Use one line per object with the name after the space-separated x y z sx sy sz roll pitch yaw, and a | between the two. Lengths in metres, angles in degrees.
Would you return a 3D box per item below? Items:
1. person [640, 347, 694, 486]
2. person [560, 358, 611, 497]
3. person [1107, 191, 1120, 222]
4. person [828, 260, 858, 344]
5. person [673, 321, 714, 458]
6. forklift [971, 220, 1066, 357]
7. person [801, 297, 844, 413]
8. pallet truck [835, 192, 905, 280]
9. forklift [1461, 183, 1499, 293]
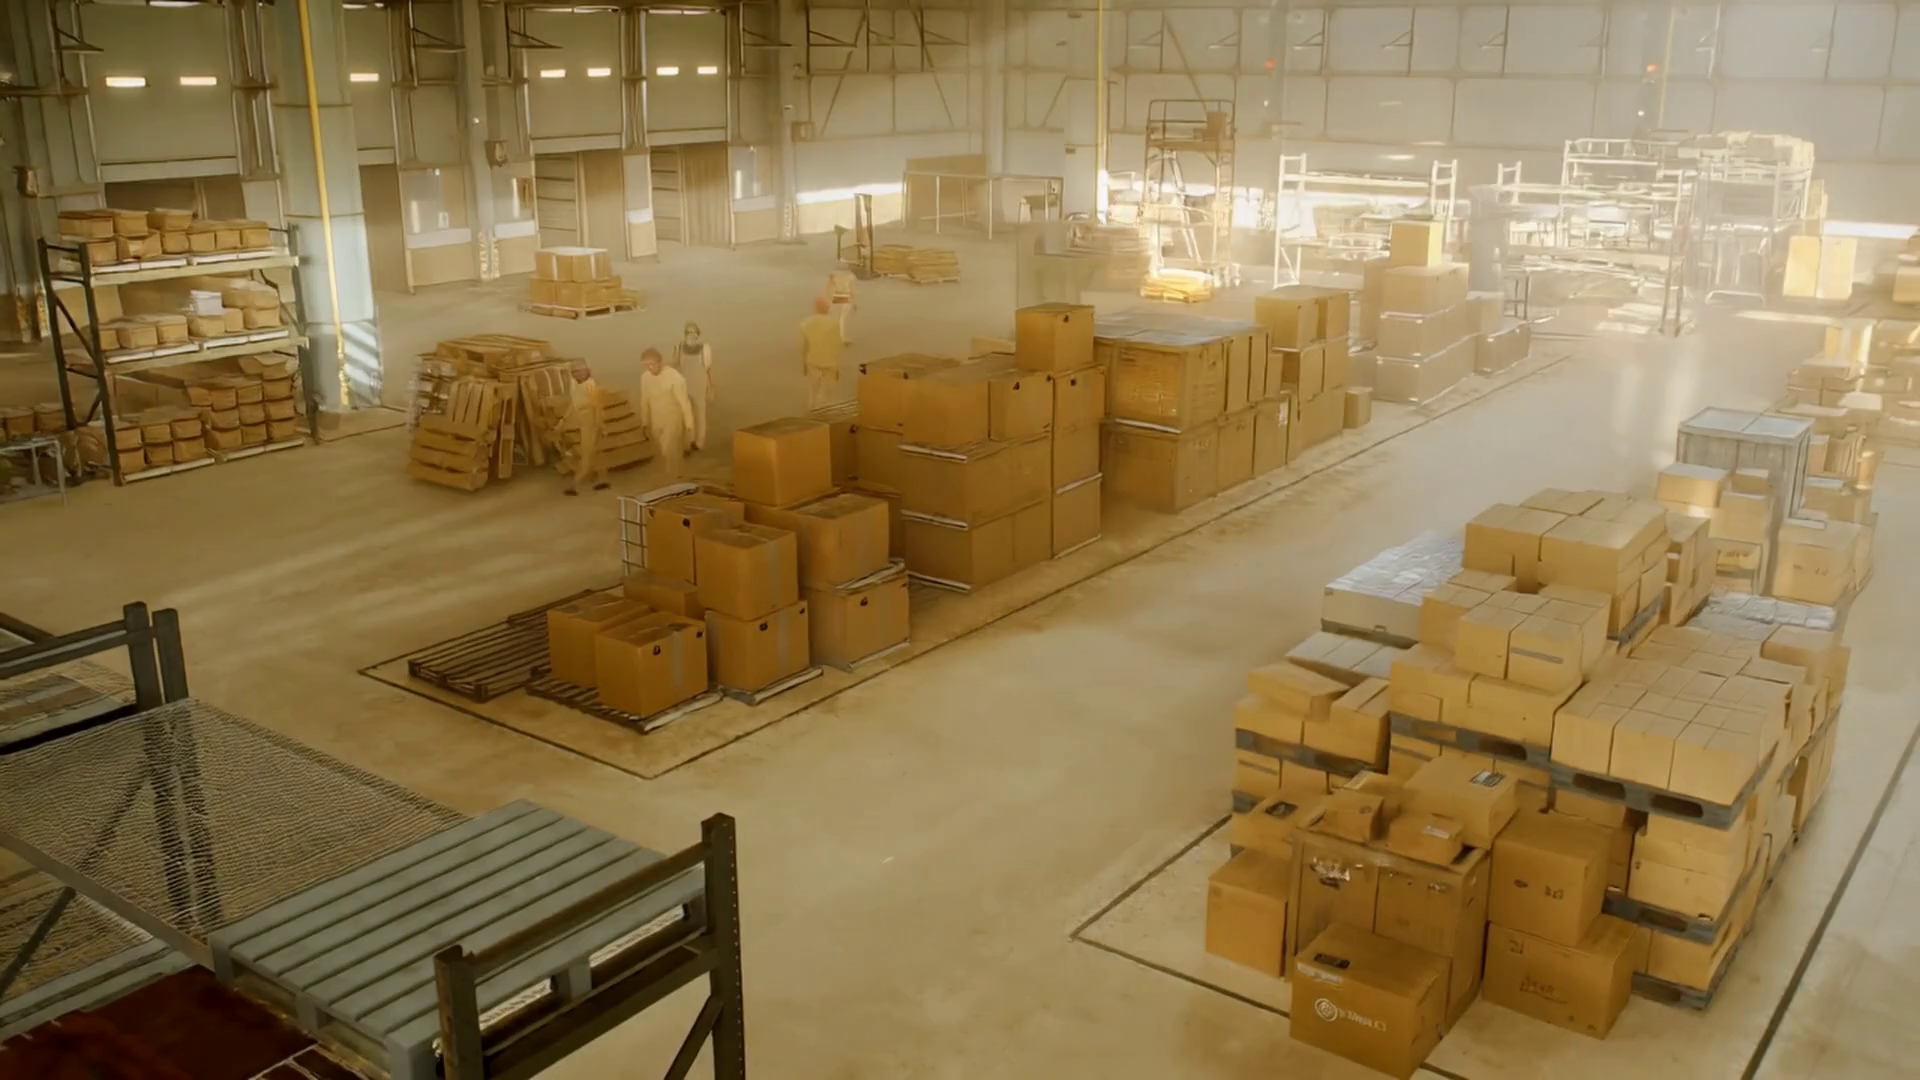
-3.568 -1.369 19.985 0.719 1.896 0.635 11 20 32 | person
-4.643 -1.382 20.343 0.503 1.697 0.870 15 22 40 | person
3.743 -7.535 40.428 1.002 1.894 0.559 6 18 18 | person
-2.113 -4.276 30.129 0.521 1.570 0.881 7 18 21 | person
-3.548 -1.985 22.143 0.541 1.822 0.759 -2 17 -5 | person
1.164 -3.338 24.826 1.873 2.768 1.129 12 21 35 | forklift
-1.947 -2.486 23.630 0.651 1.927 0.472 7 18 21 | person
-1.936 -7.159 38.982 1.885 1.965 0.823 -12 21 -34 | pallet truck
9.679 -5.228 31.084 1.873 2.768 1.129 9 19 29 | forklift
